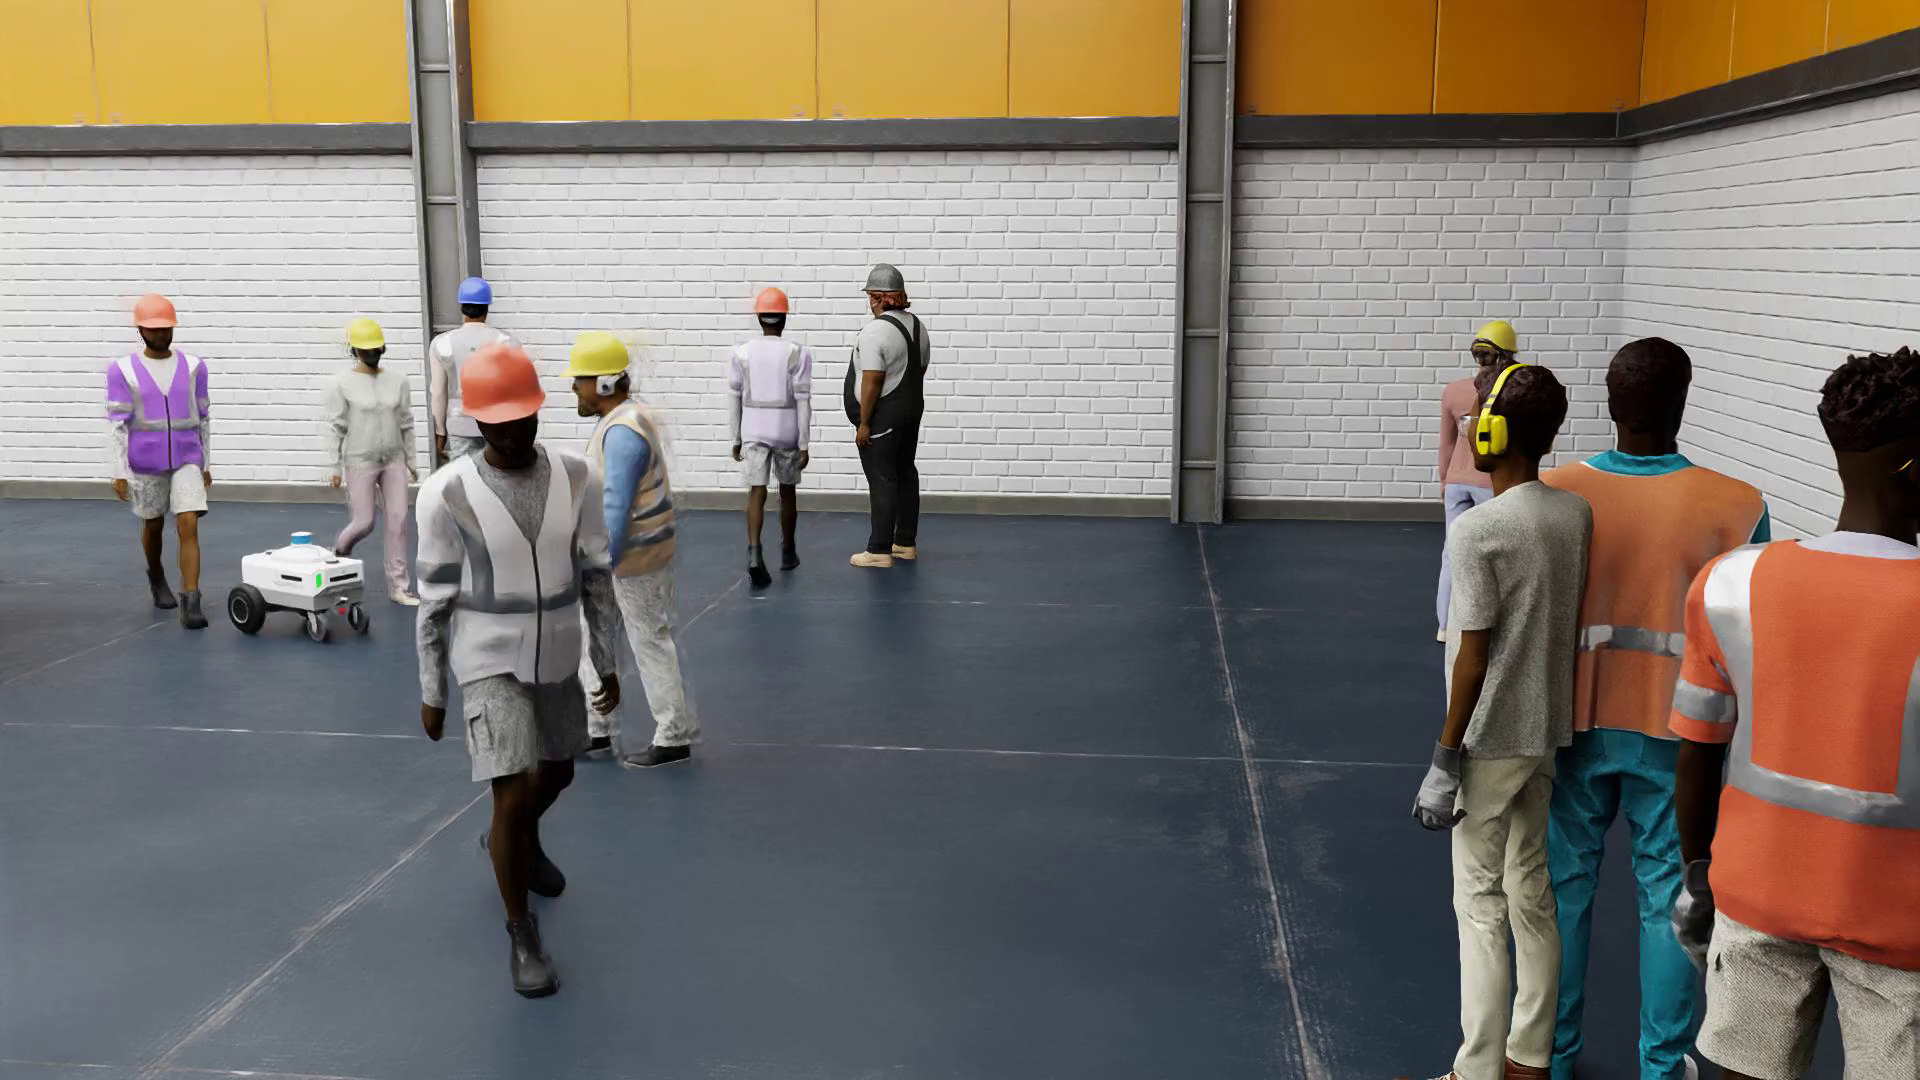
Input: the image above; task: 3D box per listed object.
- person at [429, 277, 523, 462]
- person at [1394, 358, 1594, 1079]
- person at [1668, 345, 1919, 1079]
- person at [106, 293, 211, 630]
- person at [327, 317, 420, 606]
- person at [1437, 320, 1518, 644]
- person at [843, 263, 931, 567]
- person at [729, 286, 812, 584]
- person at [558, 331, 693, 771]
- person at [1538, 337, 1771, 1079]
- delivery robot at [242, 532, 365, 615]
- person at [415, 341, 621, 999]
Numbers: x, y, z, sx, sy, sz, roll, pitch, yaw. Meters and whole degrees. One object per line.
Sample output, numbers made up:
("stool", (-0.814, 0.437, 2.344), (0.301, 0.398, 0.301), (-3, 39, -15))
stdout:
("person", (-3.114, -0.724, 10.817), (0.605, 1.948, 0.403), (-2, 10, -11))
("person", (1.302, 0.505, 4.040), (0.514, 1.861, 0.328), (-8, 13, -38))
("person", (1.562, 0.644, 2.945), (0.373, 1.963, 0.607), (-8, 13, -40))
("person", (-4.595, -0.473, 9.577), (0.555, 1.891, 0.994), (-7, 12, -34))
("person", (-3.553, -0.470, 9.986), (0.621, 1.746, 0.536), (9, 13, 42))
("person", (2.785, -0.282, 8.845), (0.345, 1.758, 0.532), (-8, 13, -40))
("person", (-0.531, -0.845, 11.248), (0.538, 2.000, 0.683), (6, 11, 29))
("person", (-1.230, -0.682, 10.734), (0.556, 1.903, 0.949), (1, 10, 3))
("person", (-1.437, 0.068, 6.723), (0.729, 1.801, 0.593), (-3, 10, -17))
("person", (1.642, 0.466, 4.101), (0.596, 1.915, 0.373), (4, 11, 22))
("delivery robot", (-3.650, 0.200, 9.246), (0.707, 0.478, 0.477), (6, 12, 31))
("person", (-1.367, 0.333, 4.976), (0.577, 1.890, 0.838), (-8, 12, -37))
